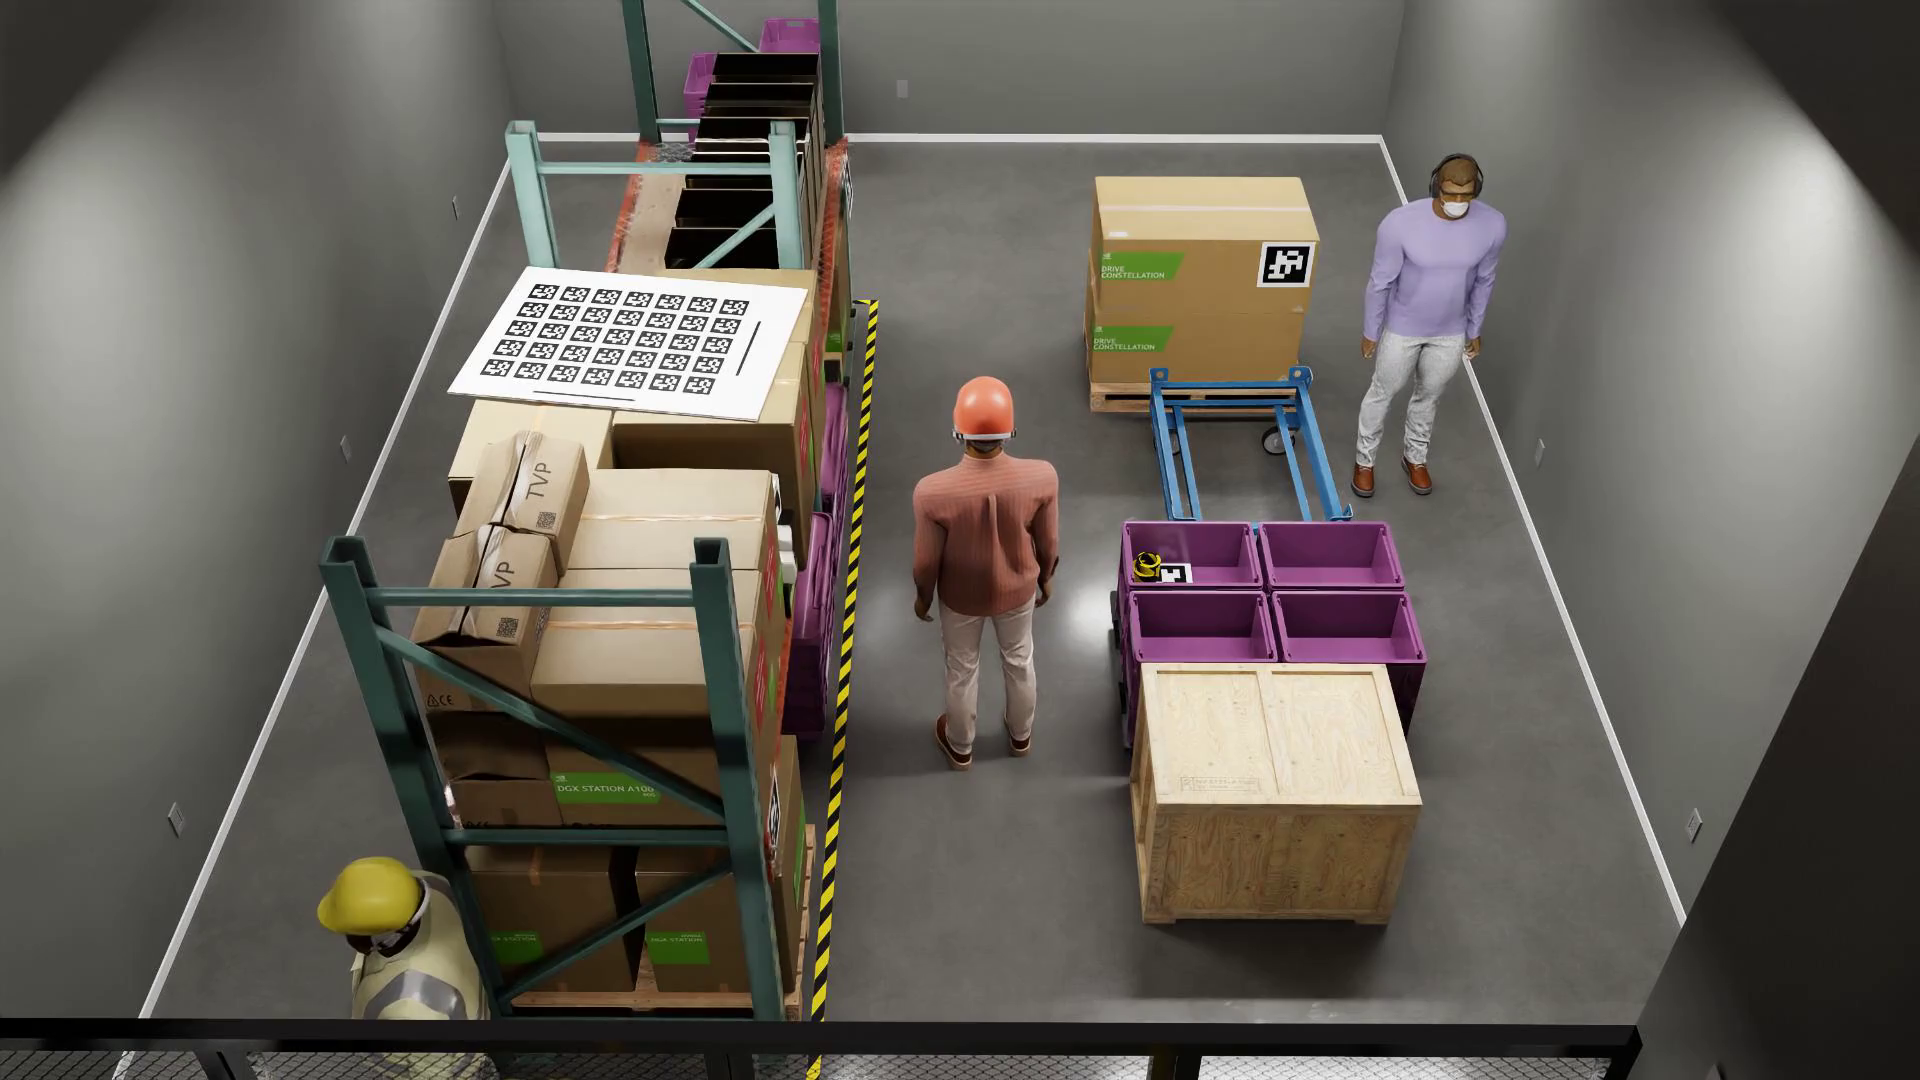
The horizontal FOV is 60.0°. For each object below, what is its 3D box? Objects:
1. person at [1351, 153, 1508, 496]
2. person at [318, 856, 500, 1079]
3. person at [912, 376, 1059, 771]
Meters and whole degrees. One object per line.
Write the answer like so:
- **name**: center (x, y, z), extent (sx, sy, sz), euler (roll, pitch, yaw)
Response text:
- **person**: center (2.318, -1.058, 8.319), extent (0.635, 1.938, 0.359), euler (-2, 41, -2)
- **person**: center (-1.703, 1.616, 5.349), extent (0.404, 1.836, 0.586), euler (-8, 42, -9)
- **person**: center (0.101, 0.170, 6.876), extent (0.611, 1.996, 0.378), euler (-9, 42, -10)
